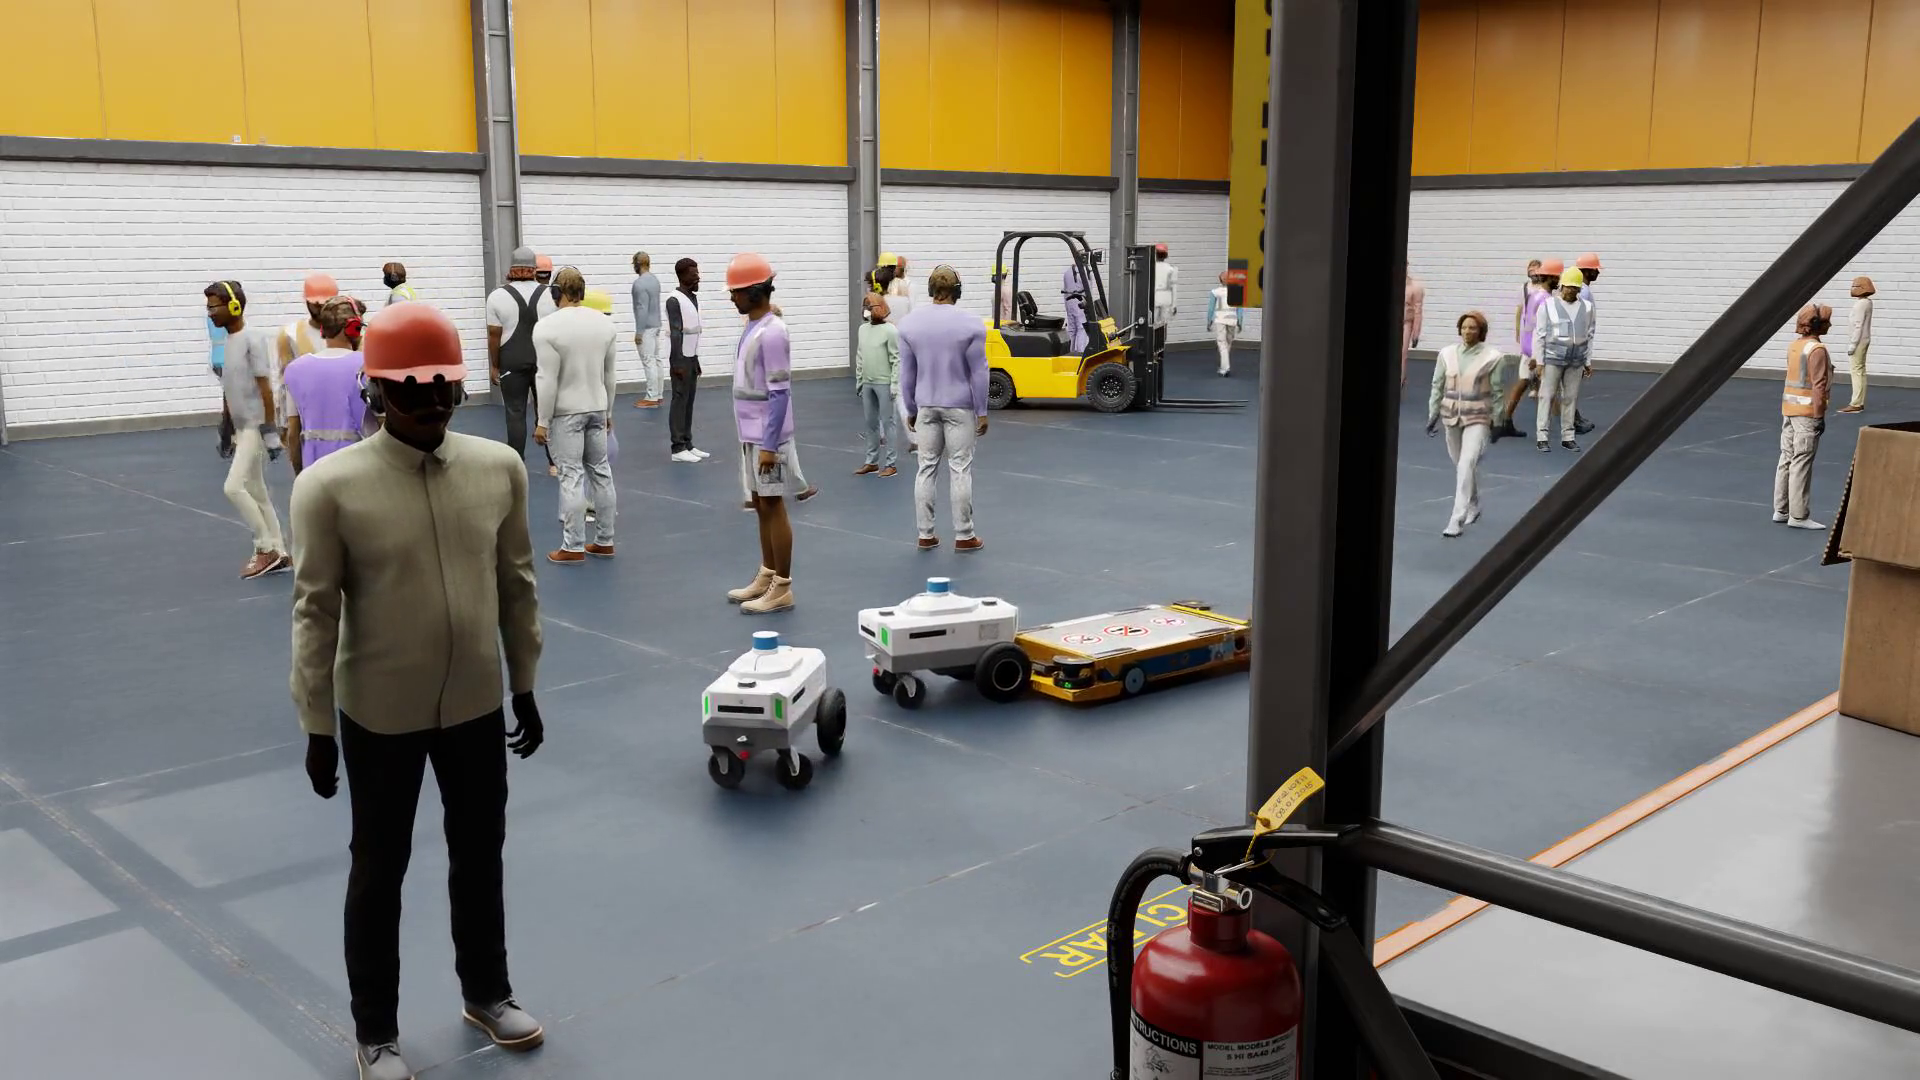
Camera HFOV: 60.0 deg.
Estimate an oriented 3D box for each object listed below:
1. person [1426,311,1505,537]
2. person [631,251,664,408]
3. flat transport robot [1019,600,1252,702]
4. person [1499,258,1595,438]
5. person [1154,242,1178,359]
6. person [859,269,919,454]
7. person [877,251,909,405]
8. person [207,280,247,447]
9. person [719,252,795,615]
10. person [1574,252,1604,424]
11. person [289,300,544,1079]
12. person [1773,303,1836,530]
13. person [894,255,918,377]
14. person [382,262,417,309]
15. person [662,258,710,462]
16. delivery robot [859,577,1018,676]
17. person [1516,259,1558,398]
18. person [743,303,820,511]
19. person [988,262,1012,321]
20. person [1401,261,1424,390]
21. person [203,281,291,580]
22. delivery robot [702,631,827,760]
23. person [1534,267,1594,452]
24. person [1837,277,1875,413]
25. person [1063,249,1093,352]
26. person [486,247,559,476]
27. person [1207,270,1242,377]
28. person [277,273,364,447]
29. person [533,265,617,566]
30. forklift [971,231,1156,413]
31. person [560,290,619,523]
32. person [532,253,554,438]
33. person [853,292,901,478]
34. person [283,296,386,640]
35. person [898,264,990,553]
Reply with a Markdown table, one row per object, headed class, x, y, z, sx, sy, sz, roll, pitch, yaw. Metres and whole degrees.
| class | x | y | z | sx | sy | sz | roll | pitch | yaw |
| --- | --- | --- | --- | --- | --- | --- | --- | --- | --- |
| person | 3.680 | -0.859 | 12.035 | 0.506 | 1.600 | 0.861 | 9 | 14 | 42 |
| person | -3.879 | -2.598 | 20.596 | 0.372 | 1.936 | 0.629 | 2 | 11 | 8 |
| flat transport robot | 0.863 | 0.522 | 8.129 | 1.431 | 0.197 | 0.652 | -8 | 13 | -38 |
| person | 6.169 | -1.996 | 17.452 | 0.993 | 1.883 | 0.568 | 1 | 10 | 8 |
| person | 3.374 | -4.025 | 28.139 | 0.613 | 2.026 | 0.657 | 2 | 11 | 11 |
| person | -0.671 | -1.764 | 16.416 | 0.592 | 1.801 | 0.955 | -9 | 14 | -40 |
| person | -0.889 | -2.654 | 20.922 | 0.587 | 1.930 | 0.359 | 10 | 15 | 44 |
| person | -7.327 | -1.771 | 16.765 | 0.563 | 1.678 | 0.390 | 7 | 13 | 34 |
| person | -1.144 | -0.595 | 9.408 | 0.392 | 2.034 | 0.605 | -3 | 11 | -18 |
| person | 6.947 | -2.229 | 18.575 | 0.361 | 1.939 | 0.543 | 2 | 11 | 11 |
| person | -1.327 | 0.402 | 4.139 | 0.636 | 1.981 | 0.427 | -10 | 15 | -44 |
| person | 6.174 | -0.902 | 12.158 | 0.309 | 1.641 | 0.514 | 1 | 10 | 4 |
| person | -0.706 | -2.771 | 21.718 | 0.476 | 1.871 | 0.597 | -5 | 12 | -27 |
| person | -6.183 | -2.143 | 18.380 | 0.429 | 1.839 | 0.633 | -2 | 11 | -10 |
| person | -2.618 | -1.712 | 15.812 | 0.397 | 1.920 | 0.587 | 2 | 11 | 9 |
| delivery robot | -0.101 | 0.416 | 7.674 | 0.707 | 0.478 | 0.477 | -5 | 11 | -24 |
| person | 7.556 | -2.755 | 21.778 | 0.537 | 1.815 | 0.475 | 7 | 12 | 32 |
| person | -1.456 | -1.050 | 13.059 | 0.508 | 1.601 | 0.763 | 6 | 12 | 29 |
| person | 0.548 | -2.897 | 22.696 | 0.326 | 1.765 | 0.530 | -3 | 11 | -15 |
| person | 5.458 | -2.618 | 20.818 | 0.659 | 1.892 | 0.621 | 8 | 13 | 38 |
| person | -4.479 | -0.676 | 10.357 | 0.536 | 1.844 | 0.524 | -10 | 14 | -42 |
| delivery robot | -0.771 | 0.608 | 6.627 | 0.477 | 0.478 | 0.707 | 2 | 11 | 10 |
| person | 5.967 | -1.774 | 16.416 | 0.587 | 1.822 | 0.403 | -1 | 10 | -4 |
| person | 10.840 | -2.353 | 20.084 | 0.270 | 1.632 | 0.508 | 9 | 13 | 39 |
| person | 1.955 | -3.756 | 26.991 | 0.400 | 1.907 | 0.644 | -6 | 12 | -31 |
| person | -3.836 | -1.576 | 14.738 | 0.684 | 2.000 | 0.535 | -4 | 11 | -20 |
| person | 4.032 | -3.283 | 25.229 | 0.523 | 1.611 | 0.800 | -2 | 11 | -9 |
| person | -4.160 | -0.795 | 10.900 | 0.561 | 1.882 | 0.887 | -5 | 11 | -24 |
| person | -2.493 | -0.801 | 10.790 | 0.373 | 1.941 | 0.627 | 8 | 13 | 38 |
| forklift | 1.222 | -2.721 | 20.561 | 2.313 | 2.155 | 1.214 | 2 | 11 | 13 |
| person | -2.754 | -0.984 | 12.347 | 0.509 | 1.730 | 0.544 | 0 | 10 | -1 |
| person | -4.342 | -2.028 | 17.472 | 0.545 | 1.942 | 0.349 | -3 | 11 | -16 |
| person | -0.733 | -1.371 | 14.731 | 0.507 | 1.631 | 0.266 | 10 | 14 | 43 |
| person | -3.028 | -0.278 | 8.215 | 0.564 | 1.837 | 0.396 | 2 | 11 | 9 |
| person | -0.098 | -0.873 | 11.186 | 0.631 | 1.940 | 0.372 | 4 | 11 | 19 |
